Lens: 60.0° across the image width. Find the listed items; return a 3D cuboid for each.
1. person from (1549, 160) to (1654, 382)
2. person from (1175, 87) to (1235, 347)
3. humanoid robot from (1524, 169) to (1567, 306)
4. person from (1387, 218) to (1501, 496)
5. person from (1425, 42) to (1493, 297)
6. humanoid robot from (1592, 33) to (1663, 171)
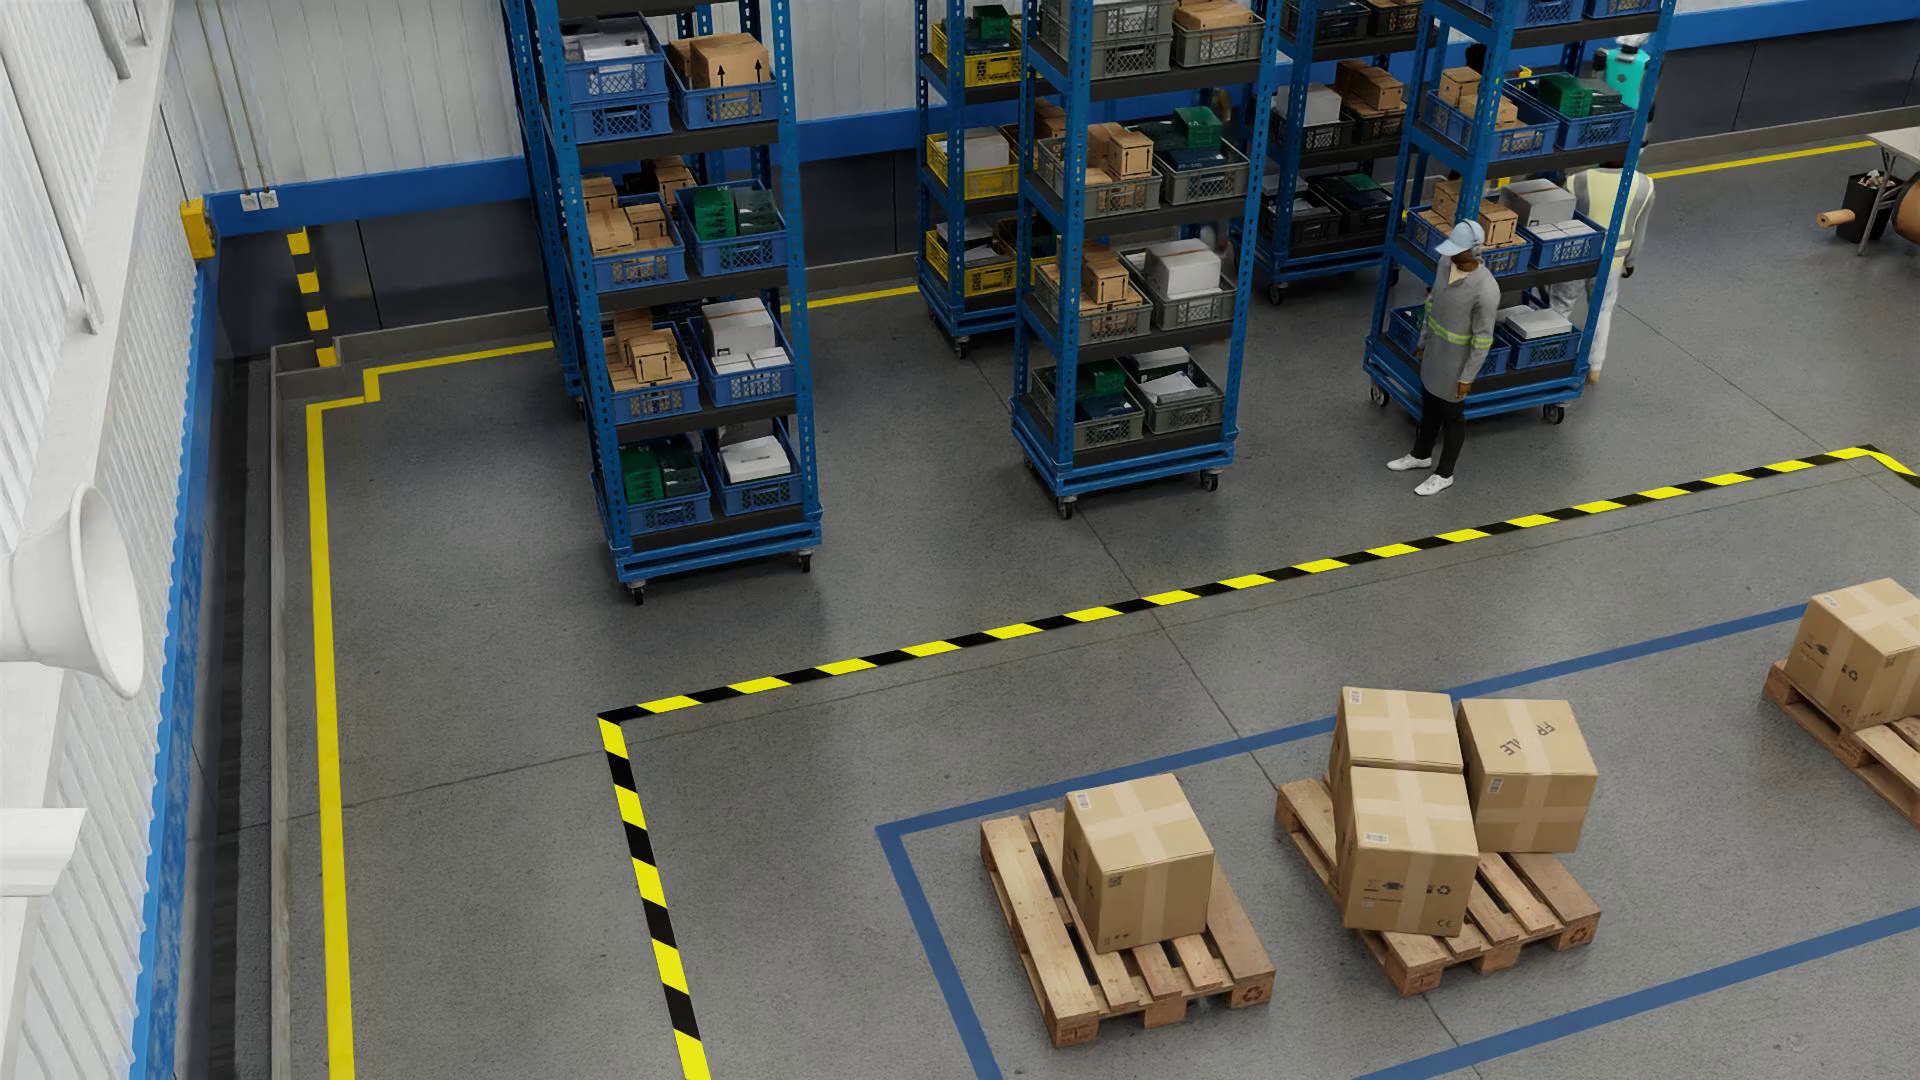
[{"bbox_3d":[4.335,-1.938,11.452,0.637,1.830,0.429,4,35,6],"label":"person"},{"bbox_3d":[1.703,-2.272,11.846,0.577,1.934,0.635,-20,40,-26],"label":"person"},{"bbox_3d":[4.111,-2.127,11.894,0.797,1.622,0.608,5,36,7],"label":"humanoid robot"},{"bbox_3d":[3.000,-1.133,10.292,0.397,1.848,0.587,-11,37,-15],"label":"person"},{"bbox_3d":[3.827,-2.762,12.525,0.418,1.948,0.612,23,41,29],"label":"person"},{"bbox_3d":[5.384,-3.302,13.558,0.550,1.875,0.825,22,41,28],"label":"humanoid robot"}]
